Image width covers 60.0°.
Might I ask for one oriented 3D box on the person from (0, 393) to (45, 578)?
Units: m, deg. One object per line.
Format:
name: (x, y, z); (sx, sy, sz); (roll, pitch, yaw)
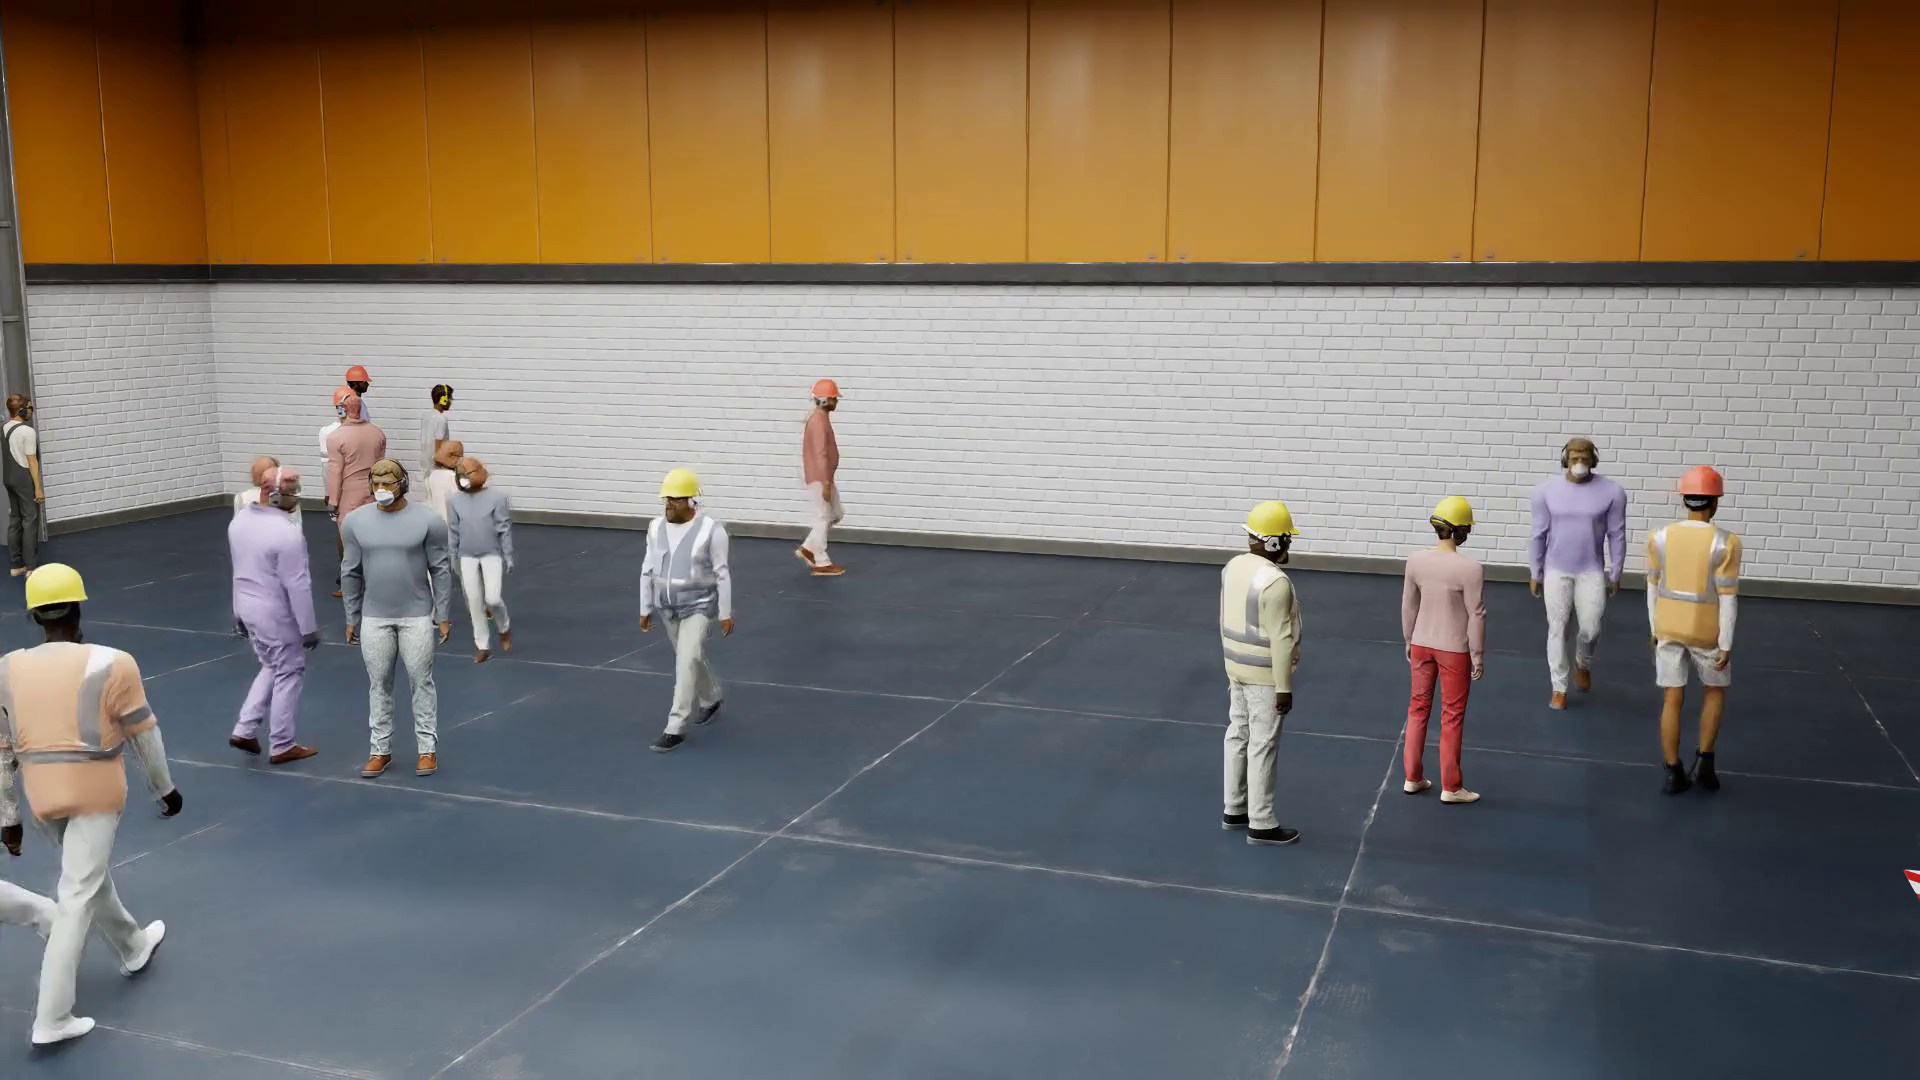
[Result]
person: (-9.308, -0.533, 16.529); (0.501, 1.839, 0.341); (5, 11, 31)

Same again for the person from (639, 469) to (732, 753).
person: (-1.778, 0.412, 10.814); (0.613, 1.788, 0.937); (4, 10, 25)

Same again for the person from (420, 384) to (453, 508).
person: (-5.625, -0.749, 17.874); (0.513, 1.838, 0.486); (7, 12, 39)

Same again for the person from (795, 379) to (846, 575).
person: (-1.353, -0.617, 16.573); (0.434, 1.981, 0.649); (-1, 9, -3)

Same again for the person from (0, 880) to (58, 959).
person: (-4.107, 1.053, 6.807); (0.640, 1.813, 0.763); (5, 11, 30)

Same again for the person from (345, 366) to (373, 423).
person: (-7.059, -1.080, 19.588); (0.354, 1.939, 0.544); (-3, 10, -20)

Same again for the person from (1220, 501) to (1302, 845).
person: (1.615, 0.698, 8.882); (0.403, 1.830, 0.599); (-3, 10, -19)

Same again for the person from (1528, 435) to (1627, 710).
person: (4.292, 0.217, 11.605); (0.642, 1.926, 0.522); (3, 10, 21)

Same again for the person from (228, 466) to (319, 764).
person: (-4.183, 0.473, 10.173); (0.679, 1.872, 0.449); (6, 11, 35)

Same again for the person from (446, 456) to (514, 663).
person: (-3.736, 0.149, 12.959); (0.521, 1.614, 0.380); (1, 9, 5)

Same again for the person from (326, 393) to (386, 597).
person: (-5.663, -0.416, 15.554); (0.410, 1.912, 0.643); (5, 10, 28)

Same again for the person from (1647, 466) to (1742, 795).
person: (4.268, 0.524, 9.698); (0.541, 1.917, 0.523); (8, 12, 40)

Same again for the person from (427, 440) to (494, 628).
person: (-4.302, -0.060, 14.274); (0.524, 1.594, 0.758); (8, 12, 40)

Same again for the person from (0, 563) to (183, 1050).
person: (-3.571, 1.023, 6.767); (0.594, 1.862, 1.042); (1, 9, 5)

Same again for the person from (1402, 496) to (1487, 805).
person: (2.785, 0.624, 9.546); (0.322, 1.767, 0.533); (-7, 12, -38)

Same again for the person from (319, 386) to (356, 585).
person: (-5.896, -0.521, 16.109); (0.544, 1.943, 0.347); (-5, 10, -27)

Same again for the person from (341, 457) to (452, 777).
person: (-3.387, 0.463, 10.009); (0.638, 1.938, 0.356); (-1, 9, -6)

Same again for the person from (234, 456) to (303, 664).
person: (-5.426, 0.133, 13.099); (0.538, 1.586, 0.848); (-1, 9, -9)
